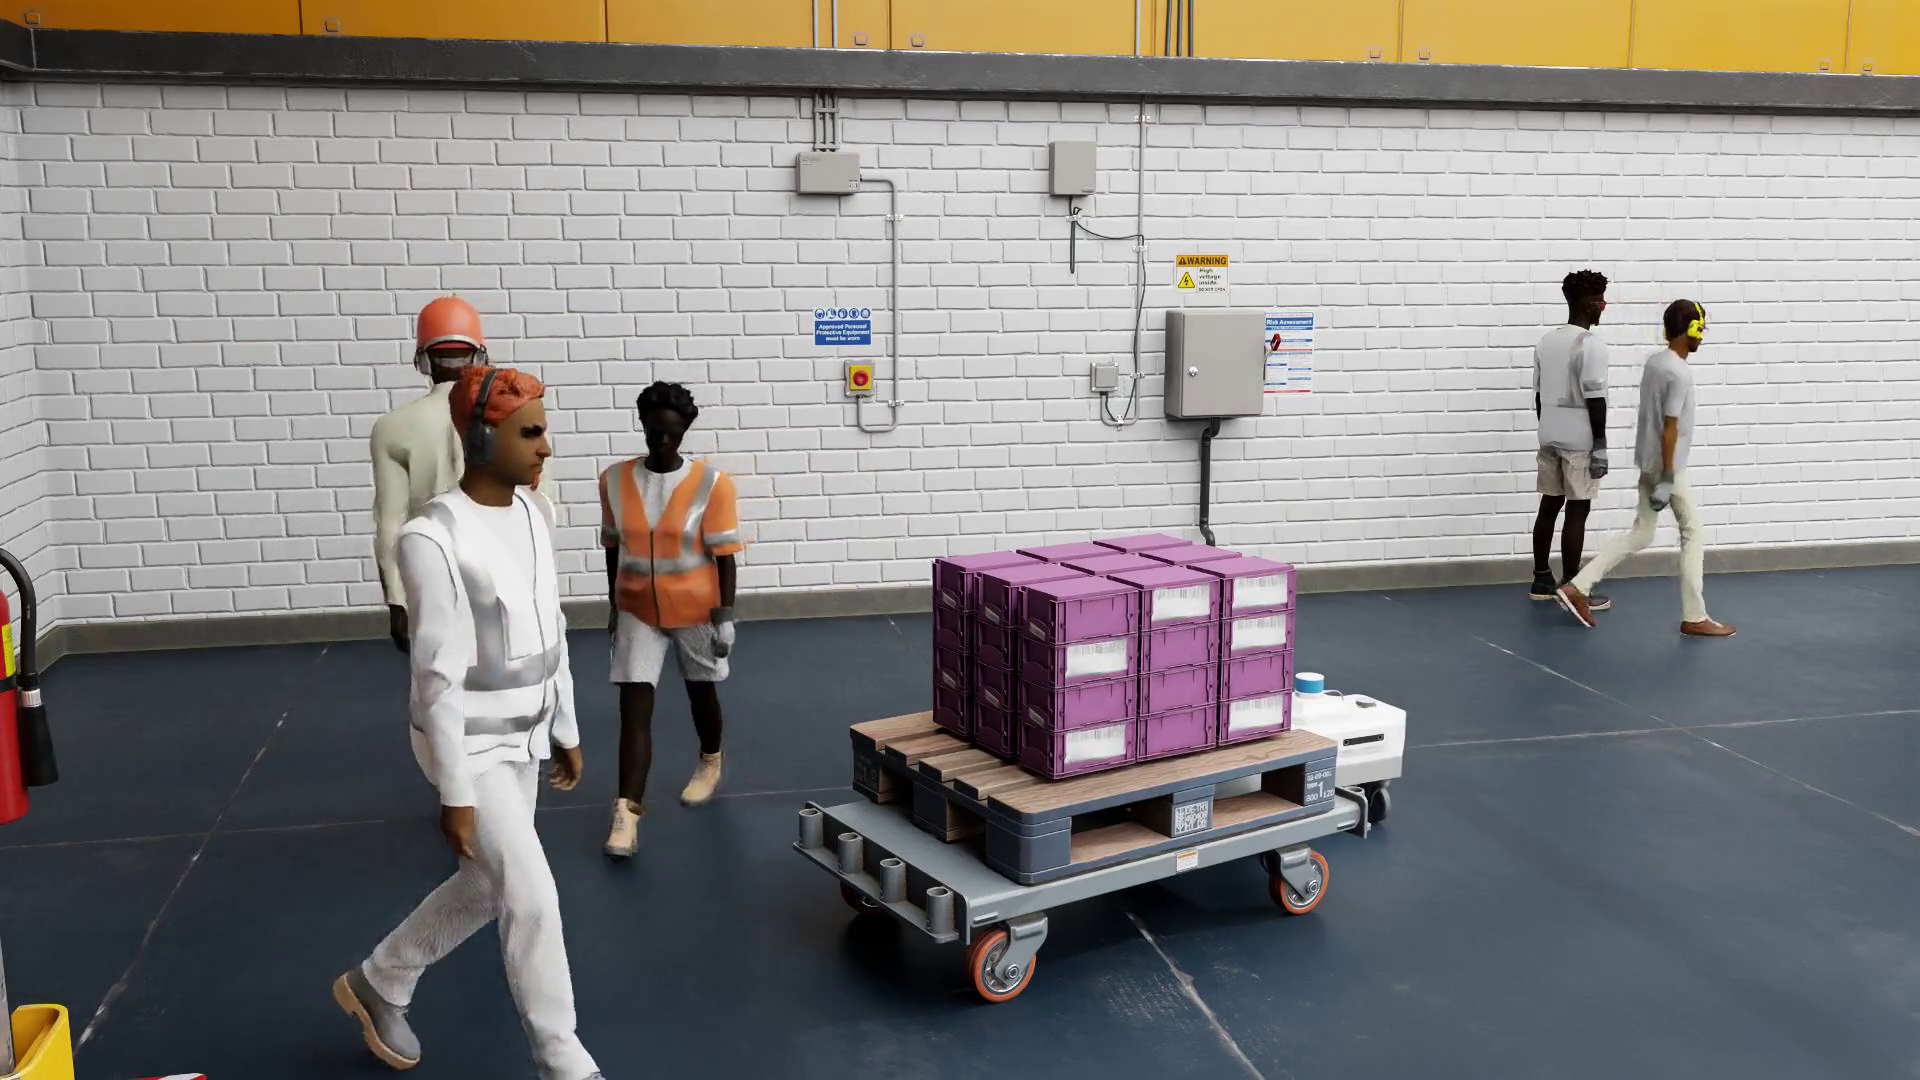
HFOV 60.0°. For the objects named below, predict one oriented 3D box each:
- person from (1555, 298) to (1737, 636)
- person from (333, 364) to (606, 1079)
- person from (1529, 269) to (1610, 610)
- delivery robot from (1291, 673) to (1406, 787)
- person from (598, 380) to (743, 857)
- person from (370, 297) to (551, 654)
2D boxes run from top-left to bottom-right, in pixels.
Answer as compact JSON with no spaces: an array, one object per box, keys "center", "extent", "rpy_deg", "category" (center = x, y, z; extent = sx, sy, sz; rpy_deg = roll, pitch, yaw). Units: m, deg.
[{"center":[3.748,-0.389,8.991],"extent":[0.867,1.835,0.502],"rpy_deg":[0,10,2],"category":"person"},{"center":[-1.201,0.493,4.035],"extent":[0.884,1.852,0.583],"rpy_deg":[3,11,16],"category":"person"},{"center":[3.562,-0.582,9.663],"extent":[0.368,1.966,0.603],"rpy_deg":[-3,11,-15],"category":"person"},{"center":[1.267,0.727,6.059],"extent":[0.707,0.478,0.477],"rpy_deg":[-5,11,-24],"category":"delivery robot"},{"center":[-1.031,0.245,5.952],"extent":[0.543,1.647,0.904],"rpy_deg":[2,10,8],"category":"person"},{"center":[-1.695,0.143,5.728],"extent":[0.591,1.948,1.032],"rpy_deg":[-3,11,-15],"category":"person"}]
